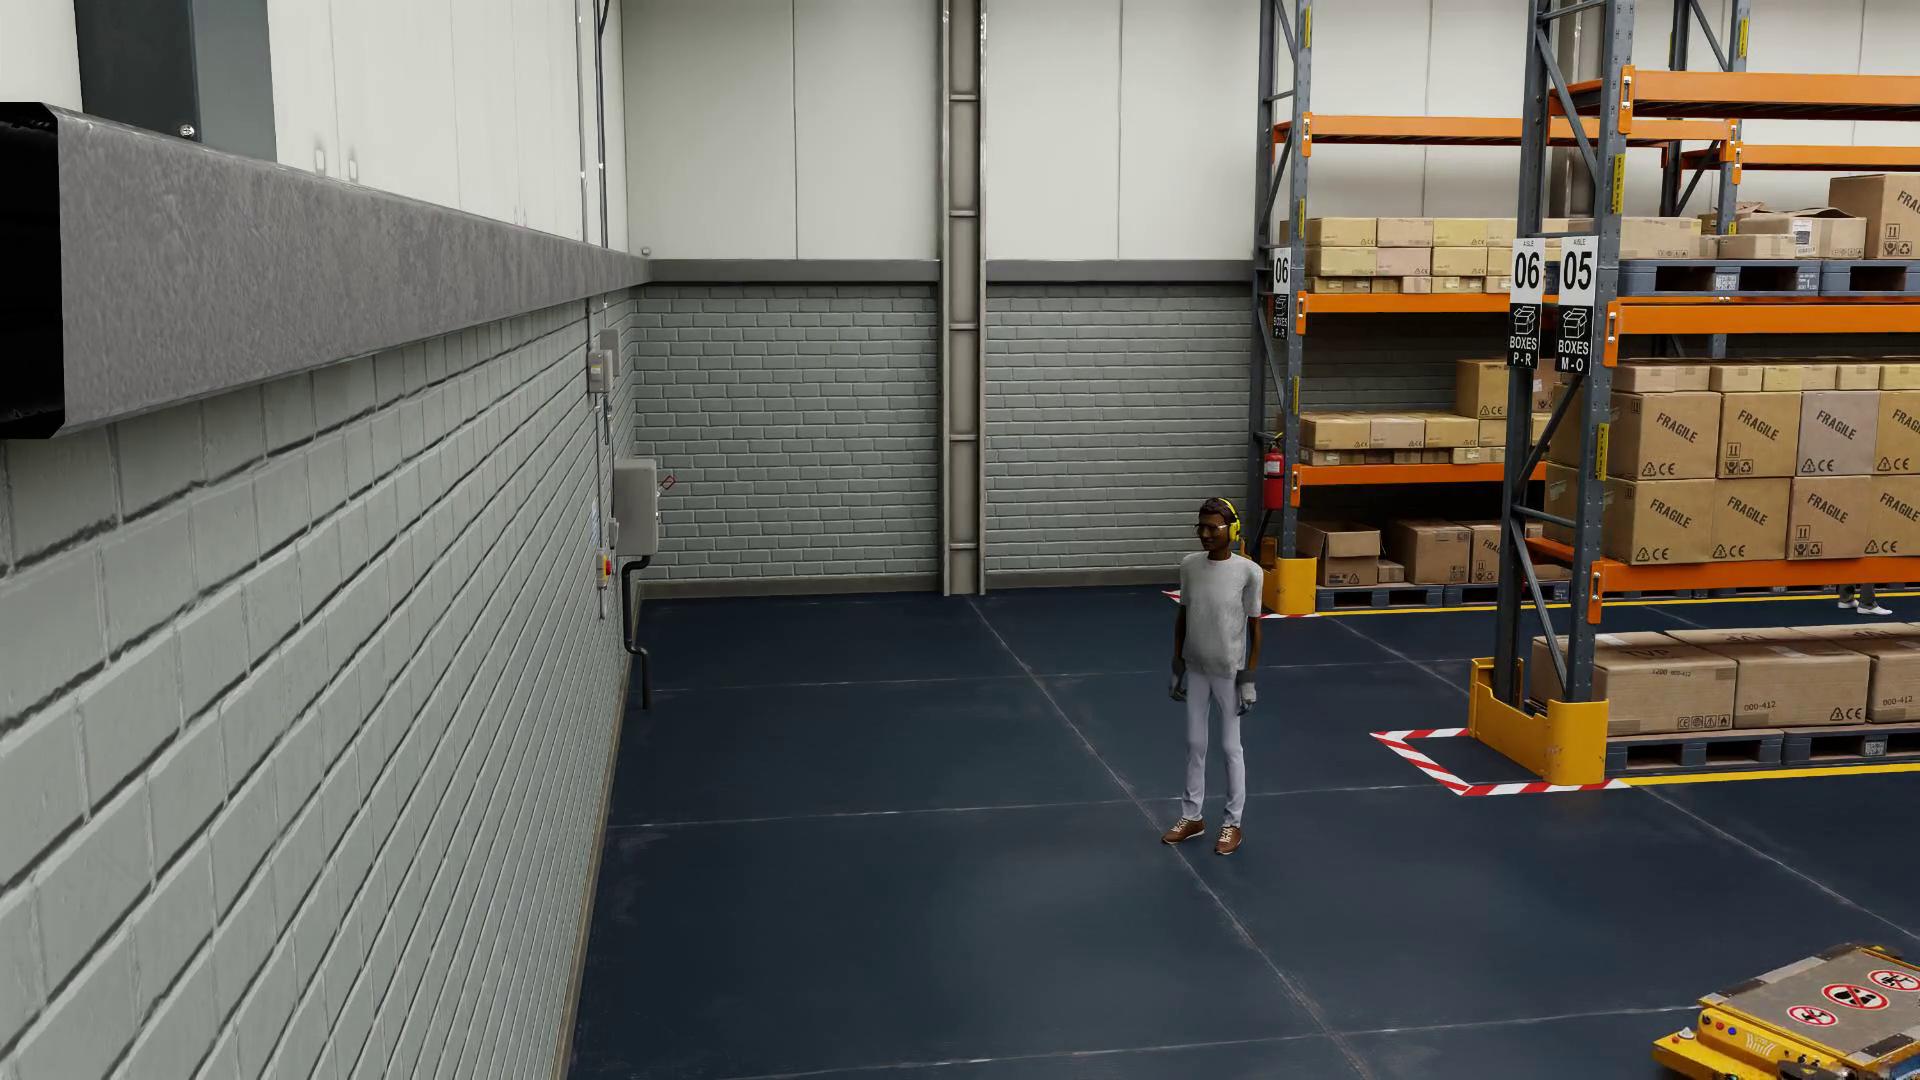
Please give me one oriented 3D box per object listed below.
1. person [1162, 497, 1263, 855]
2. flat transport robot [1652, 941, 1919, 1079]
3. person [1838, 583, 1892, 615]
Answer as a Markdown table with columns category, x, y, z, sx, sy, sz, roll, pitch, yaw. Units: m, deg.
| category | x | y | z | sx | sy | sz | roll | pitch | yaw |
| --- | --- | --- | --- | --- | --- | --- | --- | --- | --- |
| person | 1.322 | 0.700 | 8.702 | 0.513 | 1.872 | 0.328 | 7 | 11 | 35 |
| flat transport robot | 3.403 | 1.870 | 6.403 | 1.431 | 0.197 | 0.652 | -6 | 11 | -31 |
| person | 8.069 | -0.295 | 14.697 | 0.397 | 1.918 | 0.588 | -1 | 9 | -9 |
